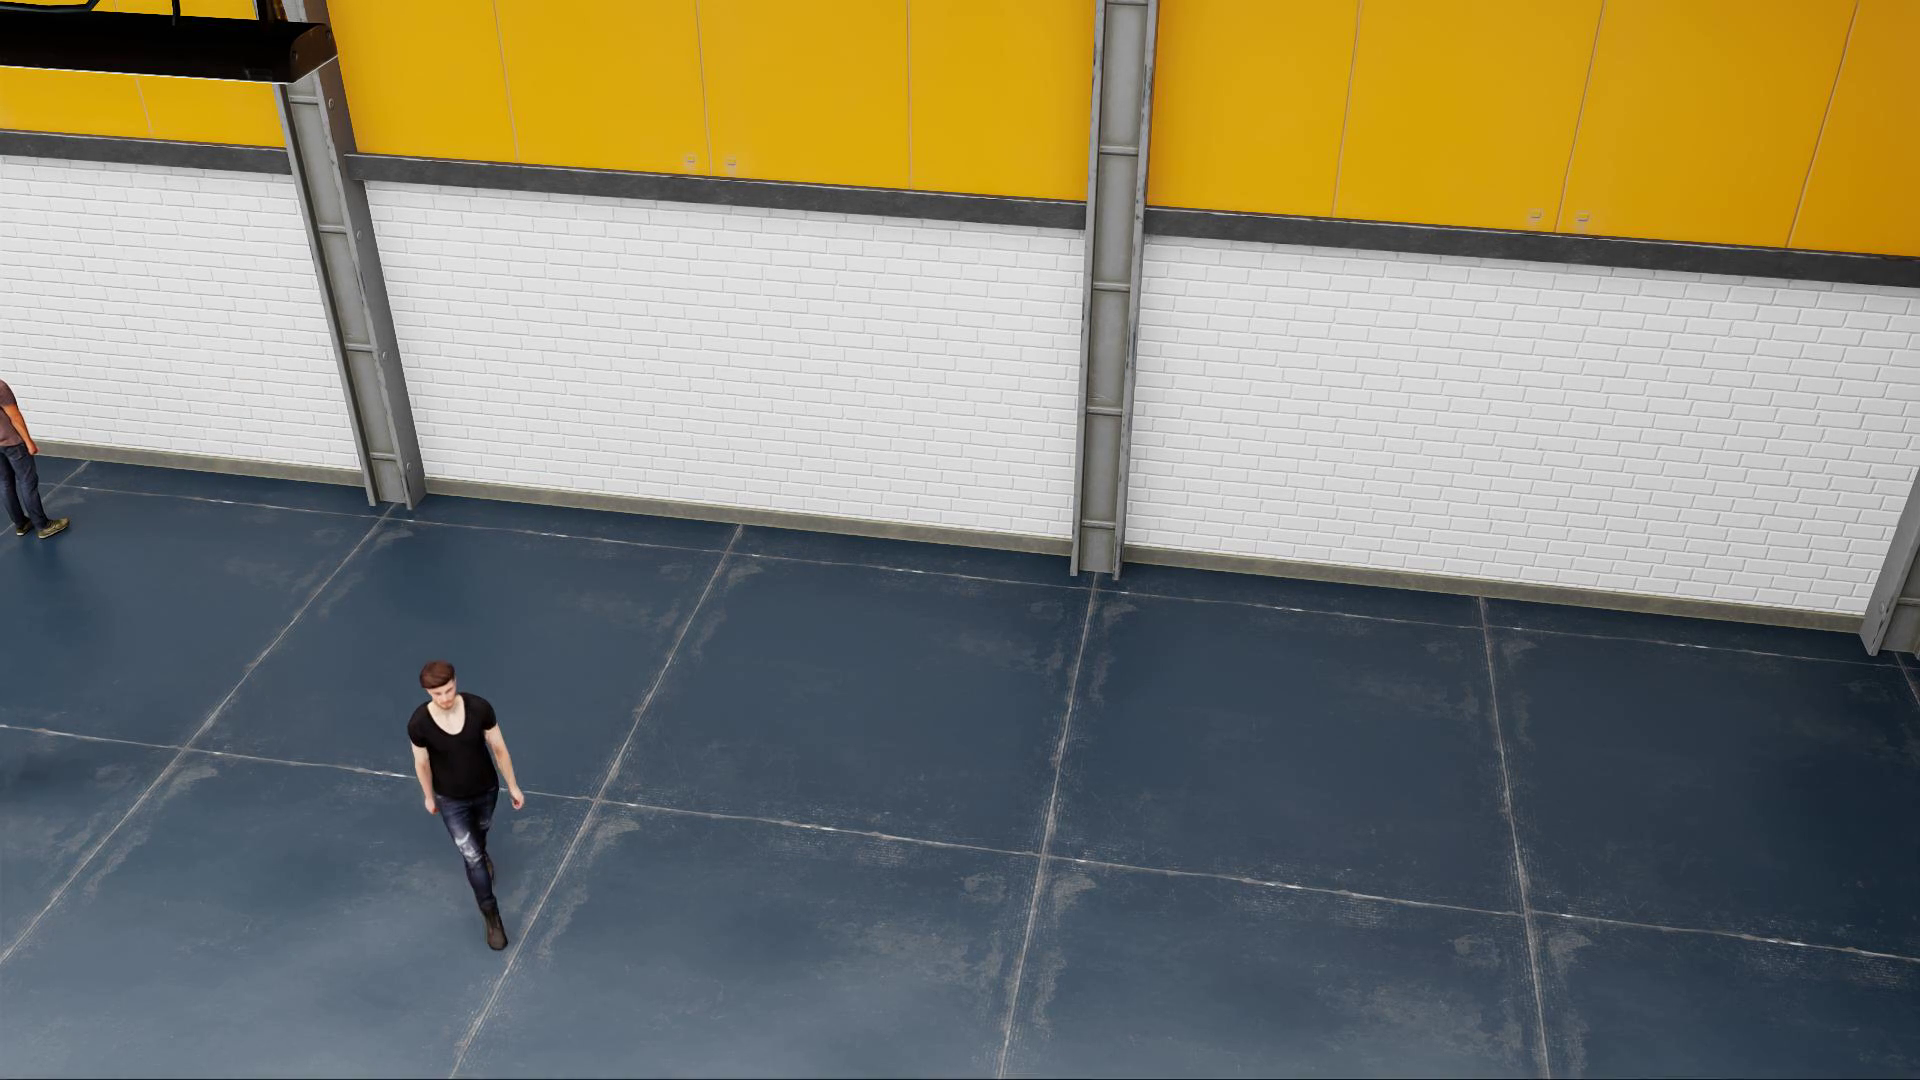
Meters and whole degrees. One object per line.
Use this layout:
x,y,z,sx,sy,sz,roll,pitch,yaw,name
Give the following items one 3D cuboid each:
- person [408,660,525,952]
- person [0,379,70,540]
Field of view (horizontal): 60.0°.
-2.941,1.423,9.886,1.236,1.853,1.219,-16,37,-23,person
-7.660,-0.813,13.316,0.519,1.780,0.711,10,35,15,person
